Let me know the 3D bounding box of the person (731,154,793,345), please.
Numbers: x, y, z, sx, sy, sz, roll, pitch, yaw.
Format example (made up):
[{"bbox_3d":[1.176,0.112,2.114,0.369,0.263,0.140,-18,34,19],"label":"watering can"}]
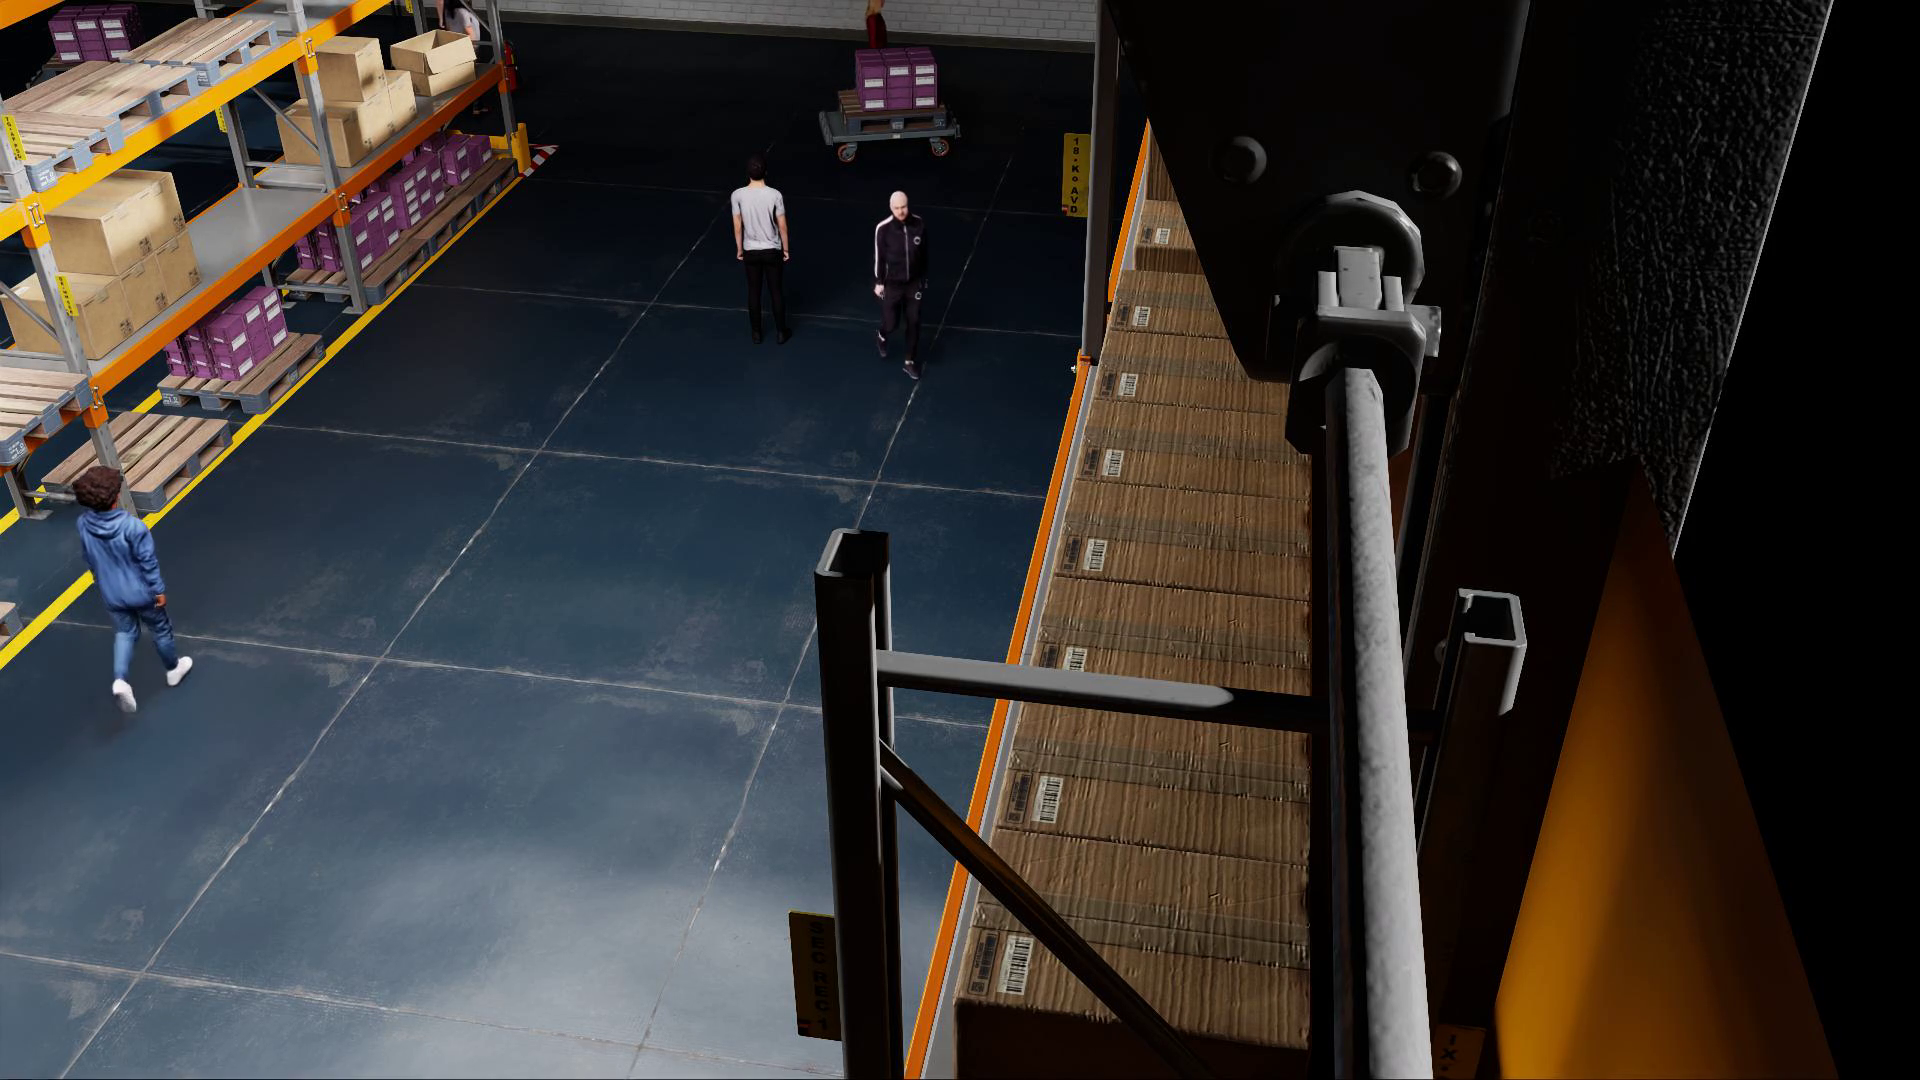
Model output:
[{"bbox_3d":[-1.871,-2.738,15.743,0.687,1.863,0.591,1,34,2],"label":"person"}]

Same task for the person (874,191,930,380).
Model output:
[{"bbox_3d":[-0.578,-2.376,15.246,0.921,1.811,1.004,-14,36,-20],"label":"person"}]

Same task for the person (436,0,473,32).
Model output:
[{"bbox_3d":[-6.646,-6.910,22.013,0.732,1.871,0.798,-22,40,-30],"label":"person"}]

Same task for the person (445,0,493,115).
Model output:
[{"bbox_3d":[-6.363,-6.304,21.336,0.754,1.610,0.798,25,41,32],"label":"person"}]

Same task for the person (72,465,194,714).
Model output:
[{"bbox_3d":[-5.617,0.348,11.161,0.743,1.796,1.011,3,34,4],"label":"person"}]

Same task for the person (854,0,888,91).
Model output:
[{"bbox_3d":[-1.116,-6.175,21.138,0.885,1.614,1.009,-5,34,-8],"label":"person"}]
